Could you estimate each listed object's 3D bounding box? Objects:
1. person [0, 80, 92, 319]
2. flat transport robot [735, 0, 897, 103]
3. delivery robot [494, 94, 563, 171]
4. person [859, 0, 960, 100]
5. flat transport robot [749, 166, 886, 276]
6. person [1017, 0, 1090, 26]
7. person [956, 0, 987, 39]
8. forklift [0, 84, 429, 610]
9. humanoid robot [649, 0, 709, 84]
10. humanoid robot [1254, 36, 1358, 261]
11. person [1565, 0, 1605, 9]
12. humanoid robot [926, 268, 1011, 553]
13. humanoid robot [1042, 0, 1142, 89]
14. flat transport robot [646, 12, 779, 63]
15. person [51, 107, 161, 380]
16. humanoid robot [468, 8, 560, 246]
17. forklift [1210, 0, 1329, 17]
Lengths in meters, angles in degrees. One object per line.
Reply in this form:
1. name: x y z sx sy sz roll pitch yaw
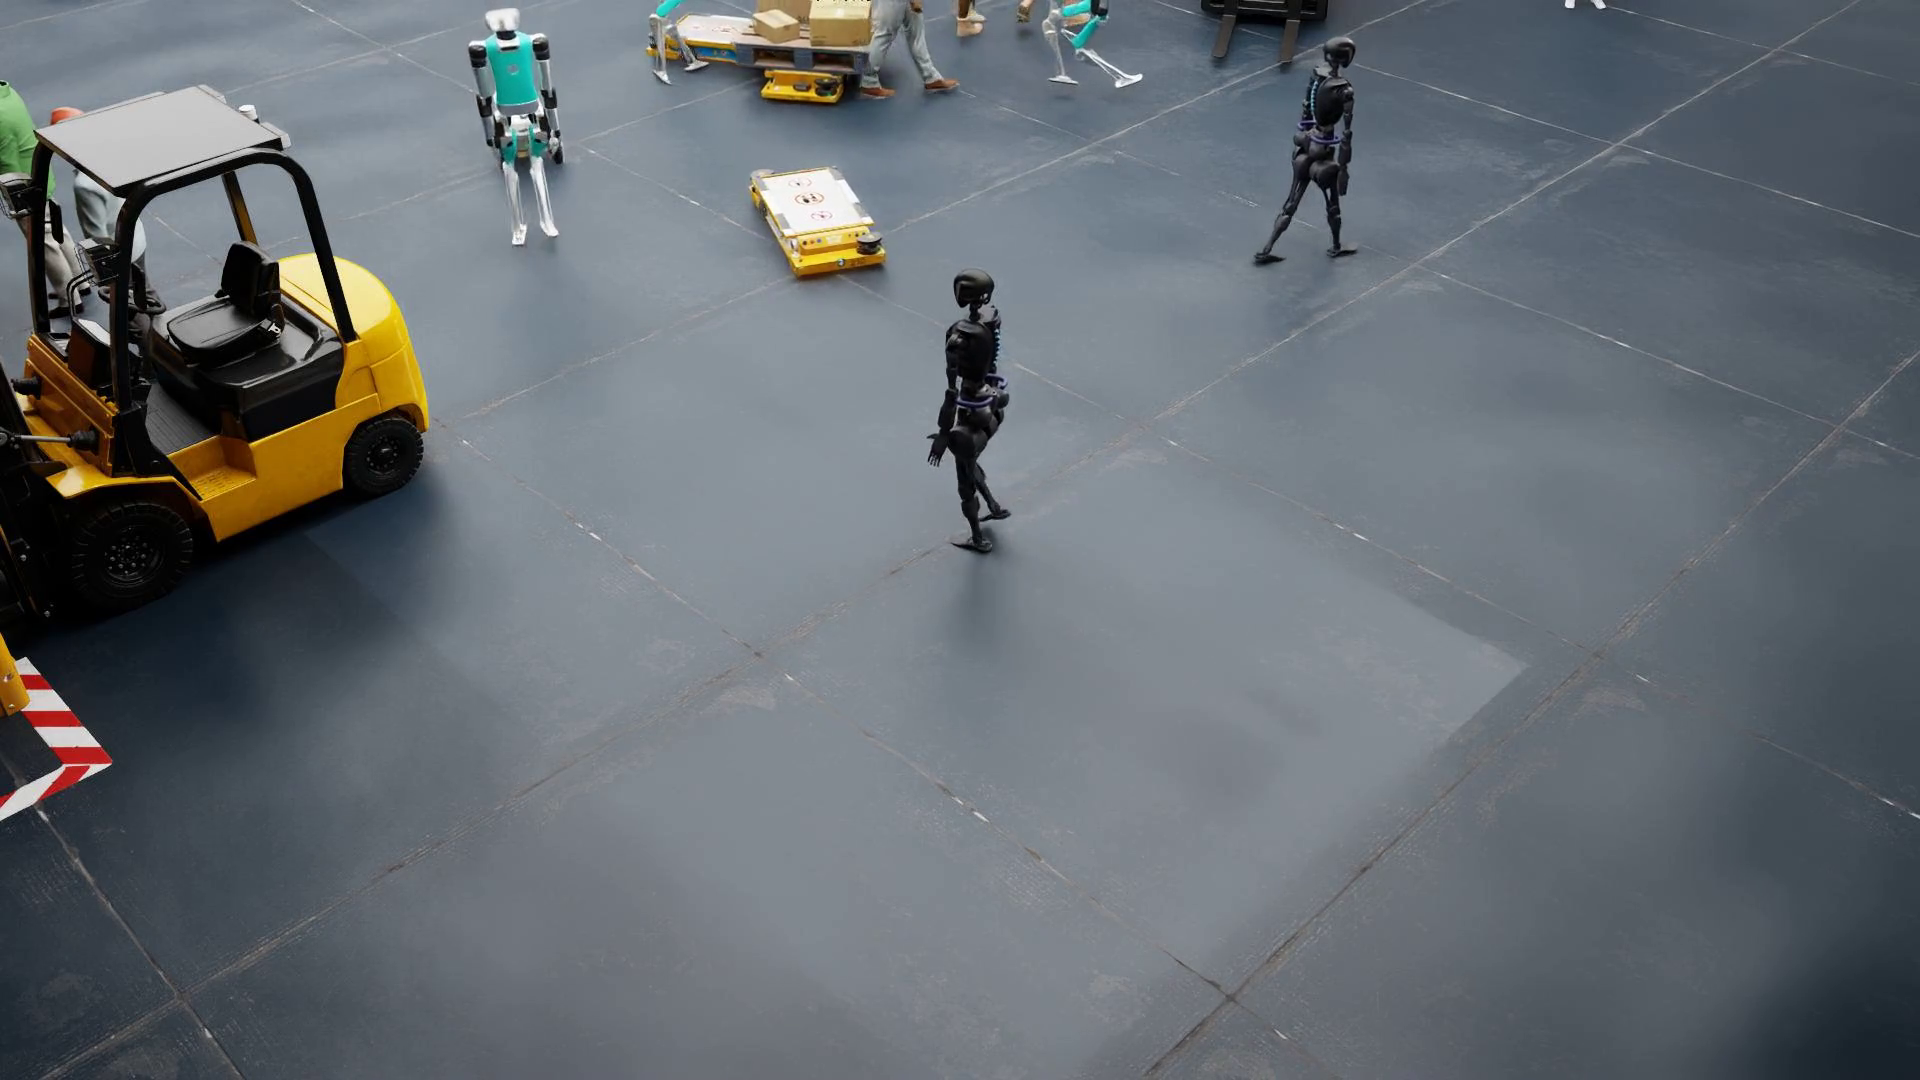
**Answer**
1. person: -6.095 -2.306 10.829 0.388 1.776 0.545 -8 38 -11
2. flat transport robot: -1.238 -4.202 14.621 0.659 0.231 1.431 6 37 8
3. delivery robot: -3.451 -3.266 13.145 0.499 0.614 0.791 -12 38 -16
4. person: -0.466 -4.565 13.753 0.871 1.897 0.644 1 37 2
5. flat transport robot: -1.064 -2.364 12.161 0.659 0.231 1.431 -12 38 -15
6. person: 0.898 -5.524 15.150 0.734 1.752 0.557 -27 44 -31
7. person: 0.048 -5.539 14.994 0.469 1.978 0.760 -3 37 -4
8. forklift: -4.145 -1.093 8.856 2.313 2.155 1.214 -31 47 -34
9. humanoid robot: -2.467 -4.842 14.254 0.875 1.771 0.598 -2 37 -3
10. humanoid robot: 2.472 -2.684 11.462 0.793 1.631 0.605 -13 39 -17
11. person: 6.071 -5.833 15.659 0.519 1.636 0.310 1 37 1
12. humanoid robot: 0.066 -0.650 8.691 0.360 1.652 0.589 16 40 21
13. humanoid robot: 1.050 -4.520 13.816 1.022 1.726 0.560 2 37 3
14. flat transport robot: -2.043 -4.497 15.016 1.431 0.231 0.659 9 38 12
15. person: -5.184 -1.808 10.188 0.347 1.739 0.571 -3 37 -4
16. humanoid robot: -3.079 -2.925 11.619 0.530 1.722 0.724 -11 38 -15
17. forklift: 3.106 -6.400 15.960 1.214 2.155 2.313 8 37 10
